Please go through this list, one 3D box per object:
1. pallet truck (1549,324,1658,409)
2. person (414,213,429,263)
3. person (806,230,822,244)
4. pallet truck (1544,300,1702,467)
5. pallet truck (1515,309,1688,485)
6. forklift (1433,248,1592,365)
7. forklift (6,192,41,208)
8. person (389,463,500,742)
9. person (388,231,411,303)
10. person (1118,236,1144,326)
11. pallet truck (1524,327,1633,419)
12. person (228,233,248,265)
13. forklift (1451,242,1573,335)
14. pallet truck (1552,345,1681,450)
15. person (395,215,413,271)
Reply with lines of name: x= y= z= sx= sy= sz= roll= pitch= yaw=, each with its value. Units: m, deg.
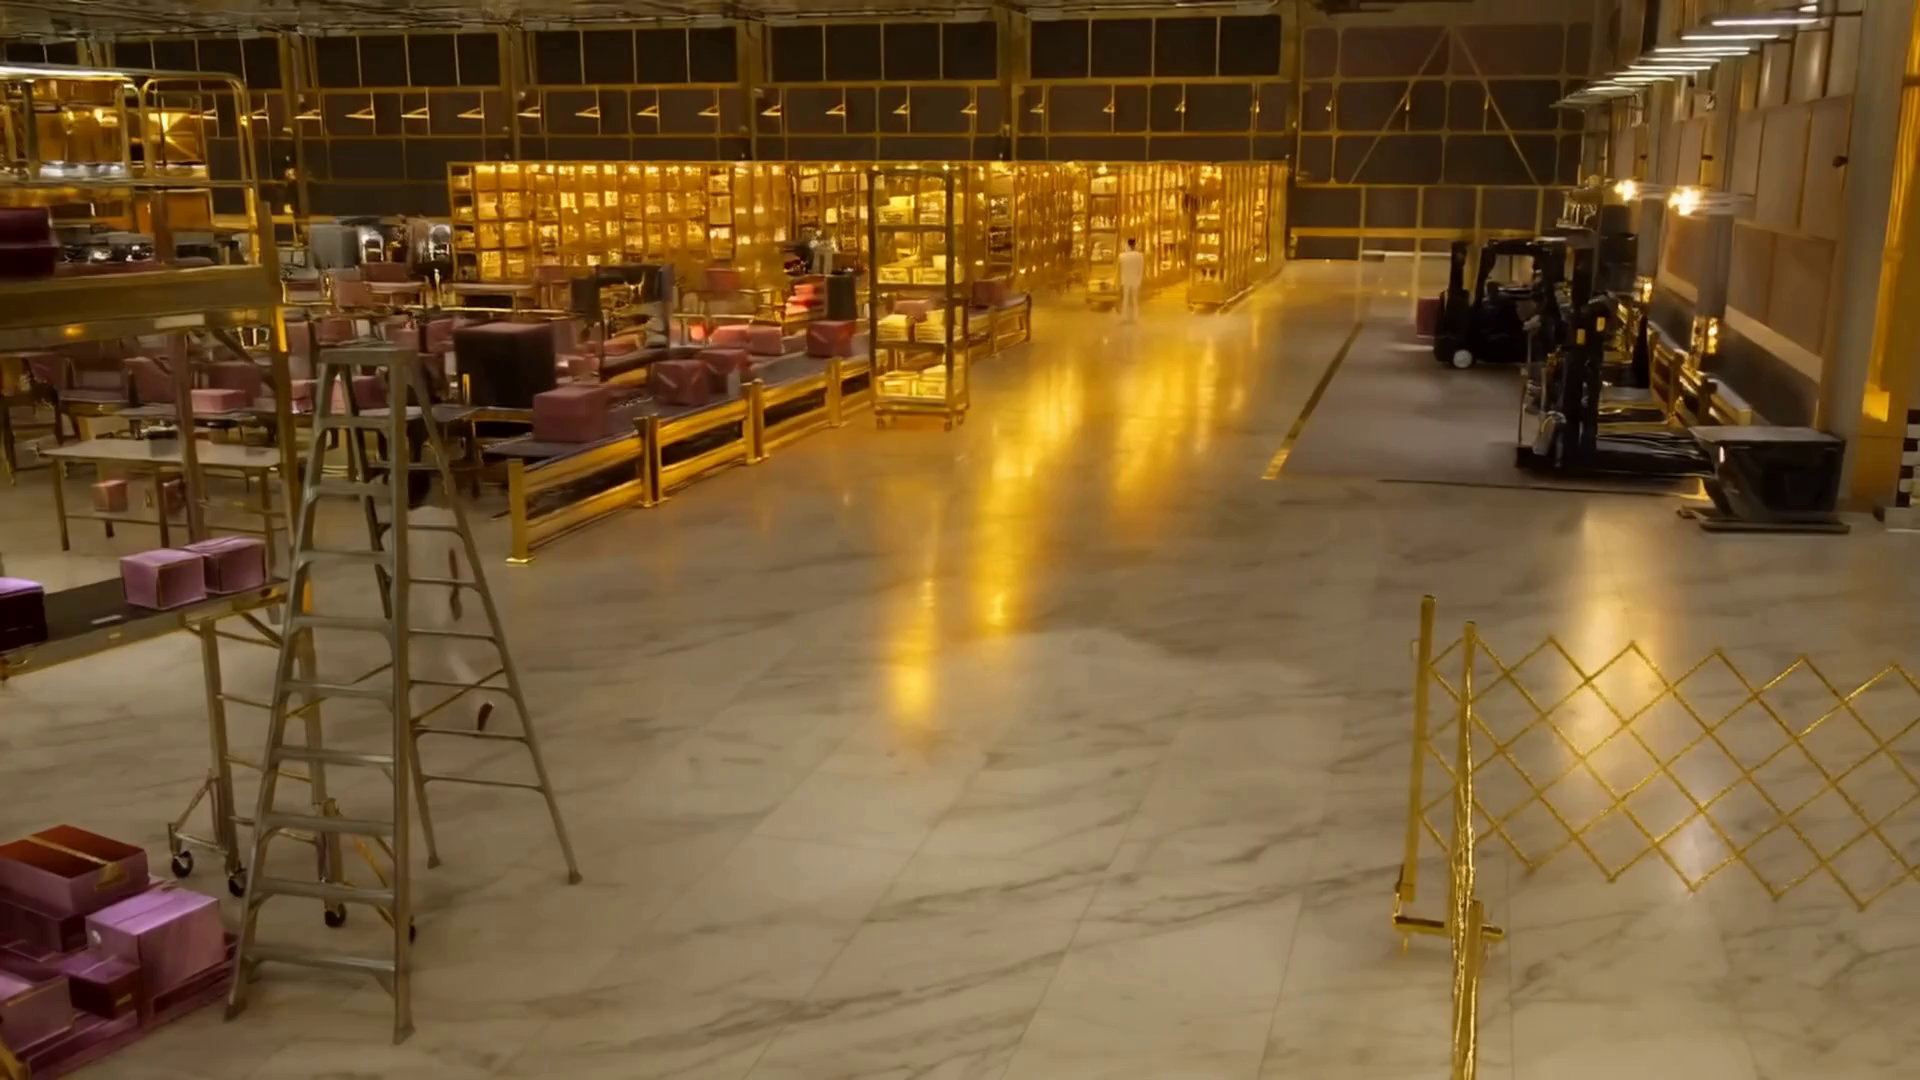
pallet truck: x=9.824 y=-2.669 z=25.407 sx=1.601 sy=1.201 sz=0.680 roll=4 pitch=14 yaw=16
person: x=-19.146 y=-10.734 z=59.147 sx=0.485 sy=1.735 sz=0.346 roll=-8 pitch=15 yaw=-32
person: x=-3.836 y=-7.359 z=44.378 sx=0.596 sy=1.823 sz=0.447 roll=-10 pitch=17 yaw=-38
pallet truck: x=8.263 y=-1.952 z=20.631 sx=1.885 sy=1.965 sz=0.823 roll=5 pitch=14 yaw=20
pallet truck: x=7.554 y=-1.677 z=19.446 sx=1.885 sy=1.965 sz=0.823 roll=3 pitch=13 yaw=14
forklift: x=9.780 y=-4.111 z=29.280 sx=2.680 sy=1.987 sz=1.157 roll=3 pitch=13 yaw=14
forklift: x=-27.581 y=-9.017 z=49.220 sx=1.873 sy=2.768 sz=1.129 roll=5 pitch=14 yaw=20
person: x=-3.397 y=0.415 z=10.769 sx=0.876 sy=1.842 sz=0.528 roll=8 pitch=15 yaw=31
person: x=-14.511 y=-7.076 z=43.084 sx=0.569 sy=1.847 sz=0.377 roll=-1 pitch=13 yaw=-6
person: x=3.826 y=-5.795 z=37.238 sx=0.619 sy=1.992 sz=0.396 roll=11 pitch=17 yaw=40
pallet truck: x=9.065 y=-2.460 z=24.370 sx=1.522 sy=1.261 sz=0.704 roll=3 pitch=13 yaw=14
person: x=-19.195 y=-7.363 z=44.362 sx=0.590 sy=1.834 sz=0.404 roll=6 pitch=14 yaw=24
forklift: x=10.464 y=-4.597 z=31.405 sx=2.680 sy=1.987 sz=1.157 roll=4 pitch=14 yaw=16
pallet truck: x=8.641 y=-1.896 z=21.908 sx=1.630 sy=1.274 sz=0.653 roll=4 pitch=14 yaw=16
person: x=-18.193 y=-9.647 z=54.210 sx=0.716 sy=1.844 sz=0.959 roll=3 pitch=13 yaw=12
